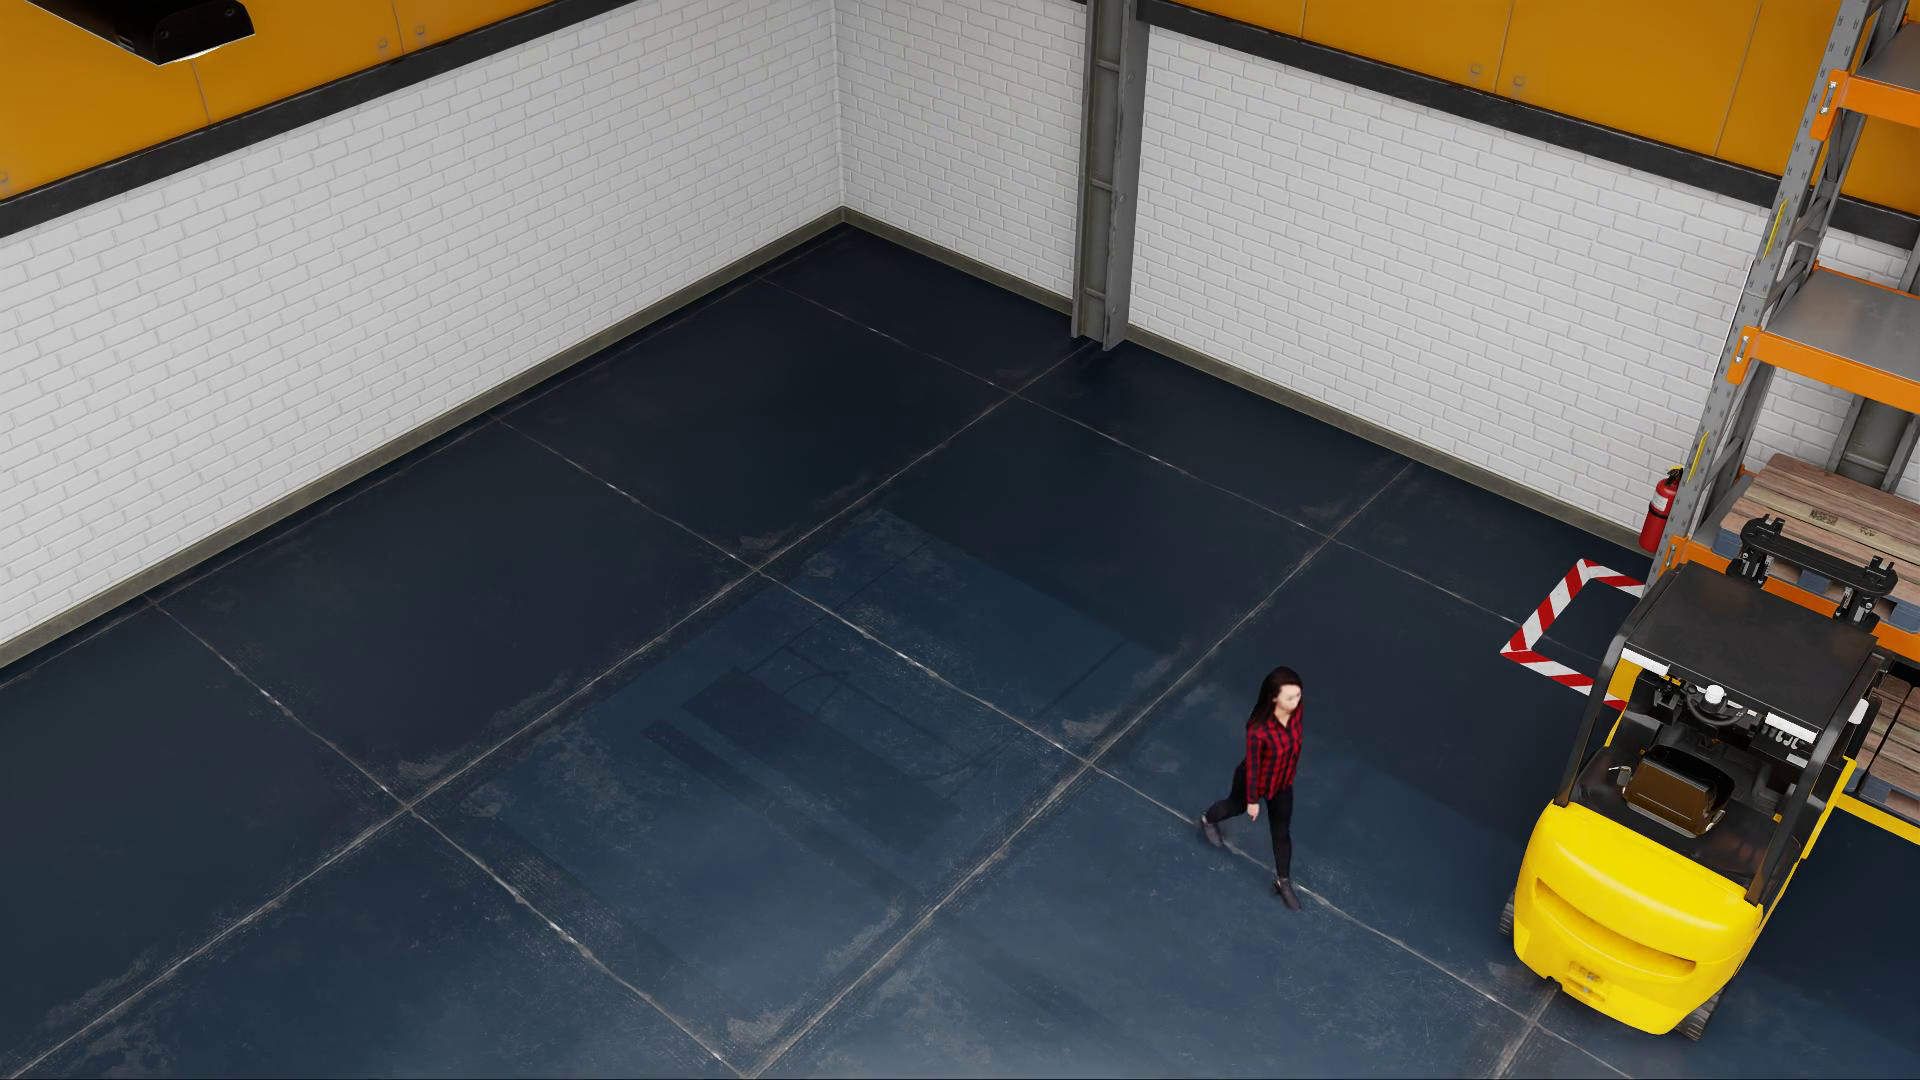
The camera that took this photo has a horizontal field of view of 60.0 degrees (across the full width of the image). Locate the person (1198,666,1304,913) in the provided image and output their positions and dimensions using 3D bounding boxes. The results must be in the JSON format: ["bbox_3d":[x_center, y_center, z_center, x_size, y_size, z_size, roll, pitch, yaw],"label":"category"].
[{"bbox_3d":[1.632,1.311,9.388,0.759,1.613,1.122,-26,45,-29],"label":"person"}]
